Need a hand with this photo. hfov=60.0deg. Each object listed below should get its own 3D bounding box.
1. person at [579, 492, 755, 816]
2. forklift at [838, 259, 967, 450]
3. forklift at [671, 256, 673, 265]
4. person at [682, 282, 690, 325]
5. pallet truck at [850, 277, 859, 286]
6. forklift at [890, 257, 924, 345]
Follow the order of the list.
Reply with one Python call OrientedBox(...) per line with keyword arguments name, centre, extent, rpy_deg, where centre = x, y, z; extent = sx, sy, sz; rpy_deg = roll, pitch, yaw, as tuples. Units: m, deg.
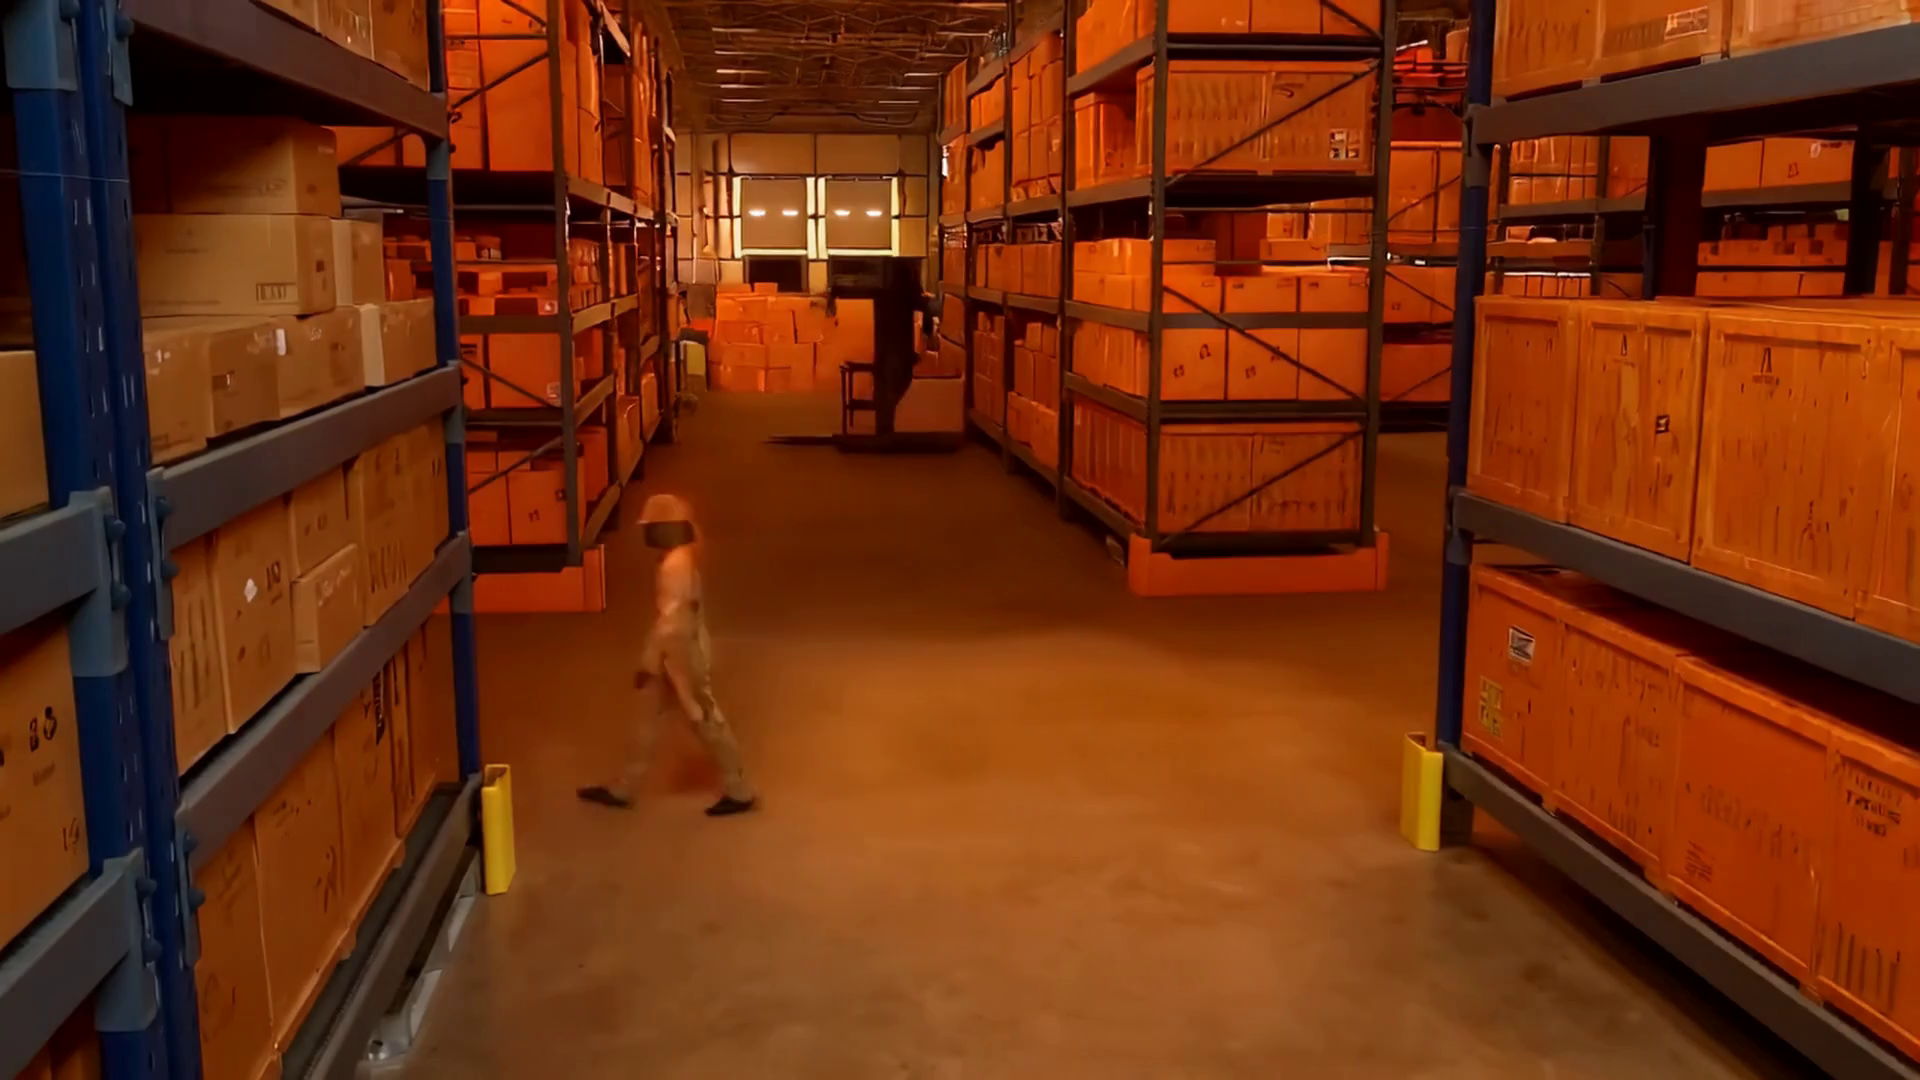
OrientedBox(name="person", centre=(-1.491, 0.601, 8.520), extent=(0.915, 1.693, 0.495), rpy_deg=(-2, 10, -11))
OrientedBox(name="forklift", centre=(-0.835, -2.771, 24.697), extent=(1.873, 2.768, 1.129), rpy_deg=(0, 10, 1))
OrientedBox(name="forklift", centre=(-10.987, -9.066, 61.344), extent=(1.129, 2.768, 1.873), rpy_deg=(-1, 10, -7))
OrientedBox(name="person", centre=(-9.902, -8.431, 60.453), extent=(0.442, 1.915, 0.633), rpy_deg=(5, 11, 28))
OrientedBox(name="pallet truck", centre=(-3.782, -9.391, 65.808), extent=(1.885, 1.965, 0.823), rpy_deg=(2, 10, 10))
OrientedBox(name="forklift", centre=(-1.769, -7.658, 53.147), extent=(1.129, 2.768, 1.873), rpy_deg=(-1, 10, -7))
